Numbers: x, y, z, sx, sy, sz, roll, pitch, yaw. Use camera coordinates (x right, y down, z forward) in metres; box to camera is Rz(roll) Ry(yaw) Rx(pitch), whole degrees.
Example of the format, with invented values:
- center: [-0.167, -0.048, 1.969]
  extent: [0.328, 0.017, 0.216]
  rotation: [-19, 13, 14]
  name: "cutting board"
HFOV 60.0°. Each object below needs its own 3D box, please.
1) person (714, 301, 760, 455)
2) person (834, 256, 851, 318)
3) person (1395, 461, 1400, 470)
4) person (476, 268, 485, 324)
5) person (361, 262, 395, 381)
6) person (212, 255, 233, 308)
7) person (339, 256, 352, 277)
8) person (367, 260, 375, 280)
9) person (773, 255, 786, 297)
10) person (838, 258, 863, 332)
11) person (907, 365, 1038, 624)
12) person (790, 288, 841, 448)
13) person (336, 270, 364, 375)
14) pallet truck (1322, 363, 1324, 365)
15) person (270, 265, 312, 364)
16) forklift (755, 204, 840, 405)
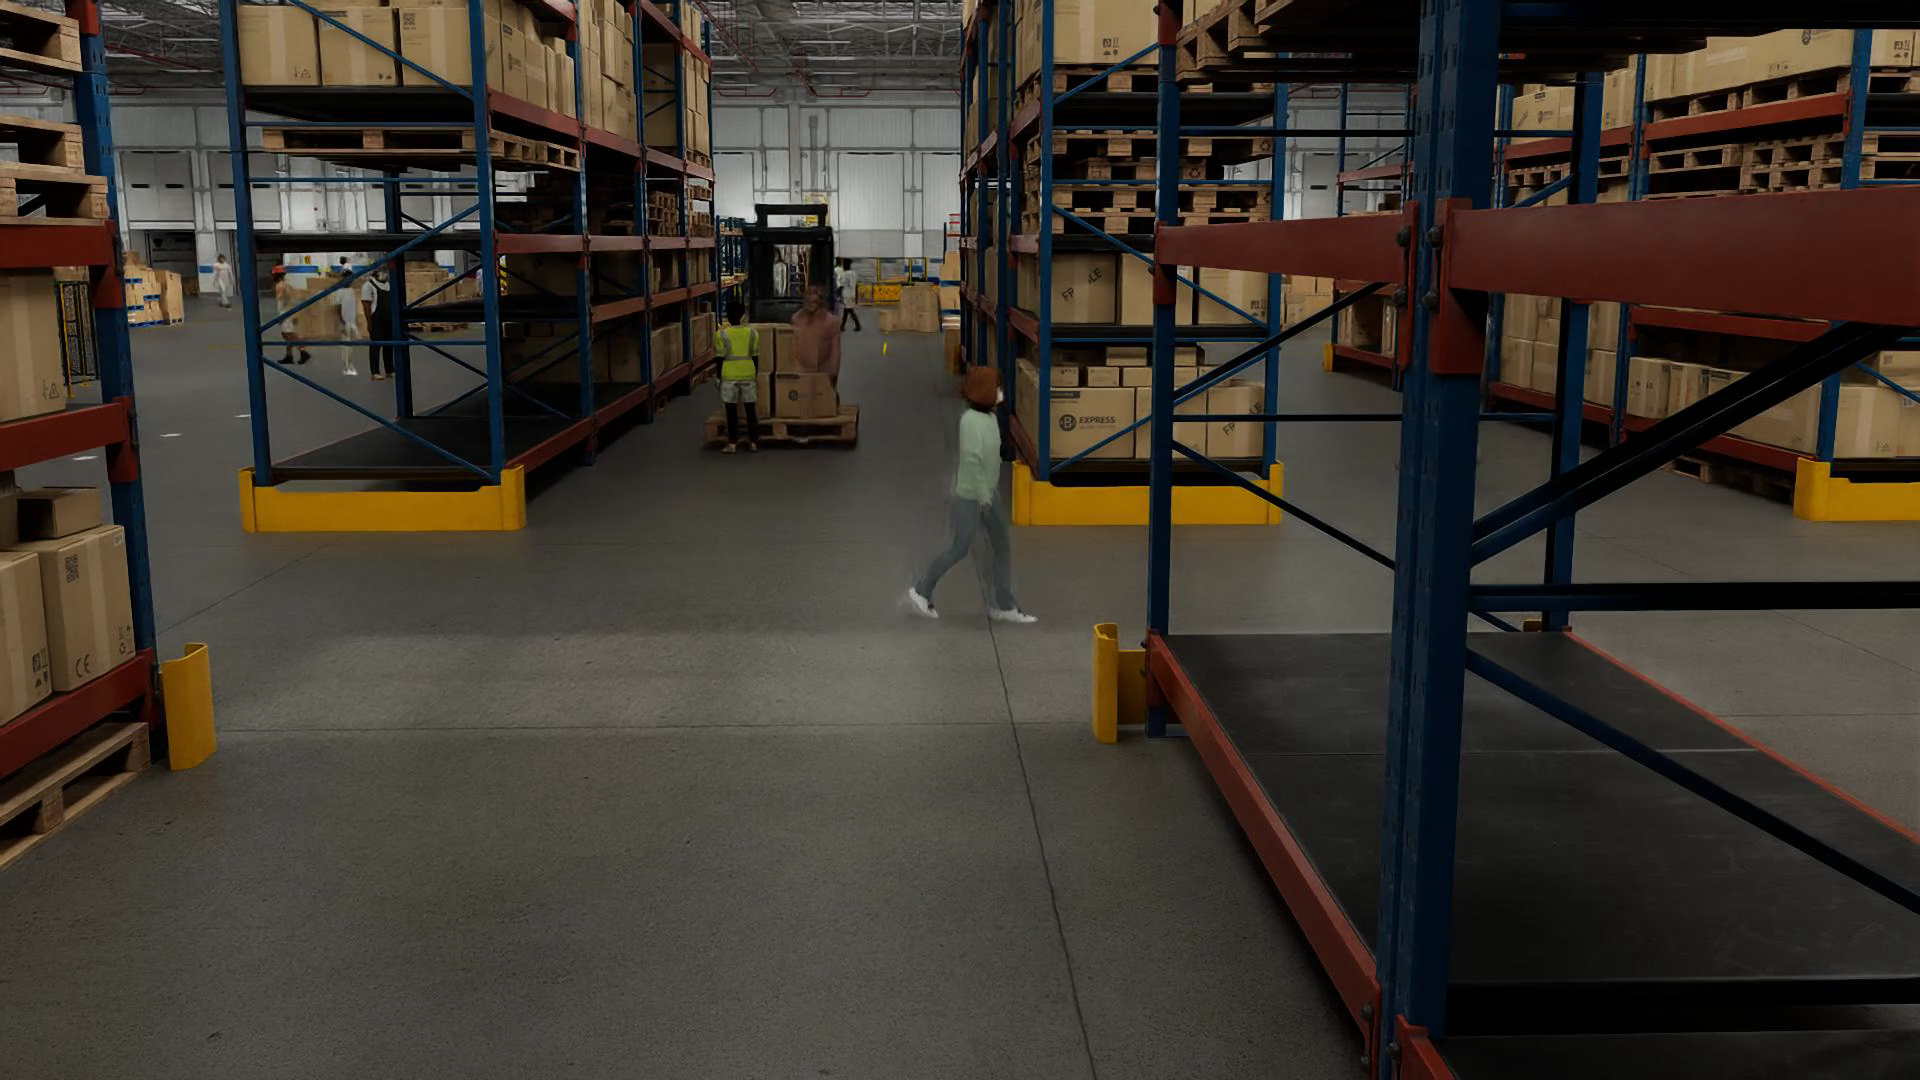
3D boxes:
- center: [-2.462, -1.787, 18.386]
  extent: [0.536, 1.691, 0.322]
  rotation: [-6, 12, -29]
  name: "person"
- center: [-3.668, -7.763, 51.092]
  extent: [0.717, 1.903, 0.601]
  rotation: [10, 14, 43]
  name: "person"
- center: [4.729, -1.617, 16.611]
  extent: [0.611, 2.002, 0.996]
  rotation: [-1, 10, -7]
  name: "person"
- center: [-13.433, -7.094, 47.295]
  extent: [0.591, 1.926, 0.387]
  rotation: [-4, 11, -20]
  name: "person"
- center: [-9.779, -3.734, 28.262]
  extent: [0.535, 2.000, 0.686]
  rotation: [5, 11, 28]
  name: "person"
- center: [-26.180, -9.185, 59.058]
  extent: [1.004, 1.896, 0.645]
  rotation: [8, 13, 39]
  name: "person"
- center: [-21.577, -8.987, 58.111]
  extent: [0.757, 1.820, 0.640]
  rotation: [0, 10, 1]
  name: "person"
- center: [-19.145, -8.294, 54.558]
  extent: [0.566, 1.725, 0.505]
  rotation: [6, 12, 31]
  name: "person"
- center: [-5.675, -7.859, 51.524]
  extent: [0.630, 1.940, 0.370]
  rotation: [4, 11, 21]
  name: "person"
- center: [-2.861, -6.342, 43.129]
  extent: [0.978, 1.927, 0.616]
  rotation: [7, 12, 33]
  name: "person"
- center: [0.061, -0.278, 10.232]
  extent: [0.773, 1.603, 0.497]
  rotation: [5, 11, 24]
  name: "person"
- center: [-1.643, -1.978, 19.124]
  extent: [0.648, 1.825, 1.077]
  rotation: [3, 11, 15]
  name: "person"
- center: [-10.748, -3.815, 29.244]
  extent: [0.393, 1.856, 0.532]
  rotation: [3, 11, 17]
  name: "person"
- center: [7.712, -4.157, 30.737]
  extent: [1.885, 1.965, 0.823]
  rotation: [3, 11, 16]
  name: "pallet truck"
- center: [-12.839, -4.313, 31.895]
  extent: [0.718, 1.906, 0.571]
  rotation: [-1, 10, -3]
  name: "person"
- center: [-2.166, -2.976, 21.700]
  extent: [1.129, 2.768, 1.873]
  rotation: [0, 10, -2]
  name: "forklift"
